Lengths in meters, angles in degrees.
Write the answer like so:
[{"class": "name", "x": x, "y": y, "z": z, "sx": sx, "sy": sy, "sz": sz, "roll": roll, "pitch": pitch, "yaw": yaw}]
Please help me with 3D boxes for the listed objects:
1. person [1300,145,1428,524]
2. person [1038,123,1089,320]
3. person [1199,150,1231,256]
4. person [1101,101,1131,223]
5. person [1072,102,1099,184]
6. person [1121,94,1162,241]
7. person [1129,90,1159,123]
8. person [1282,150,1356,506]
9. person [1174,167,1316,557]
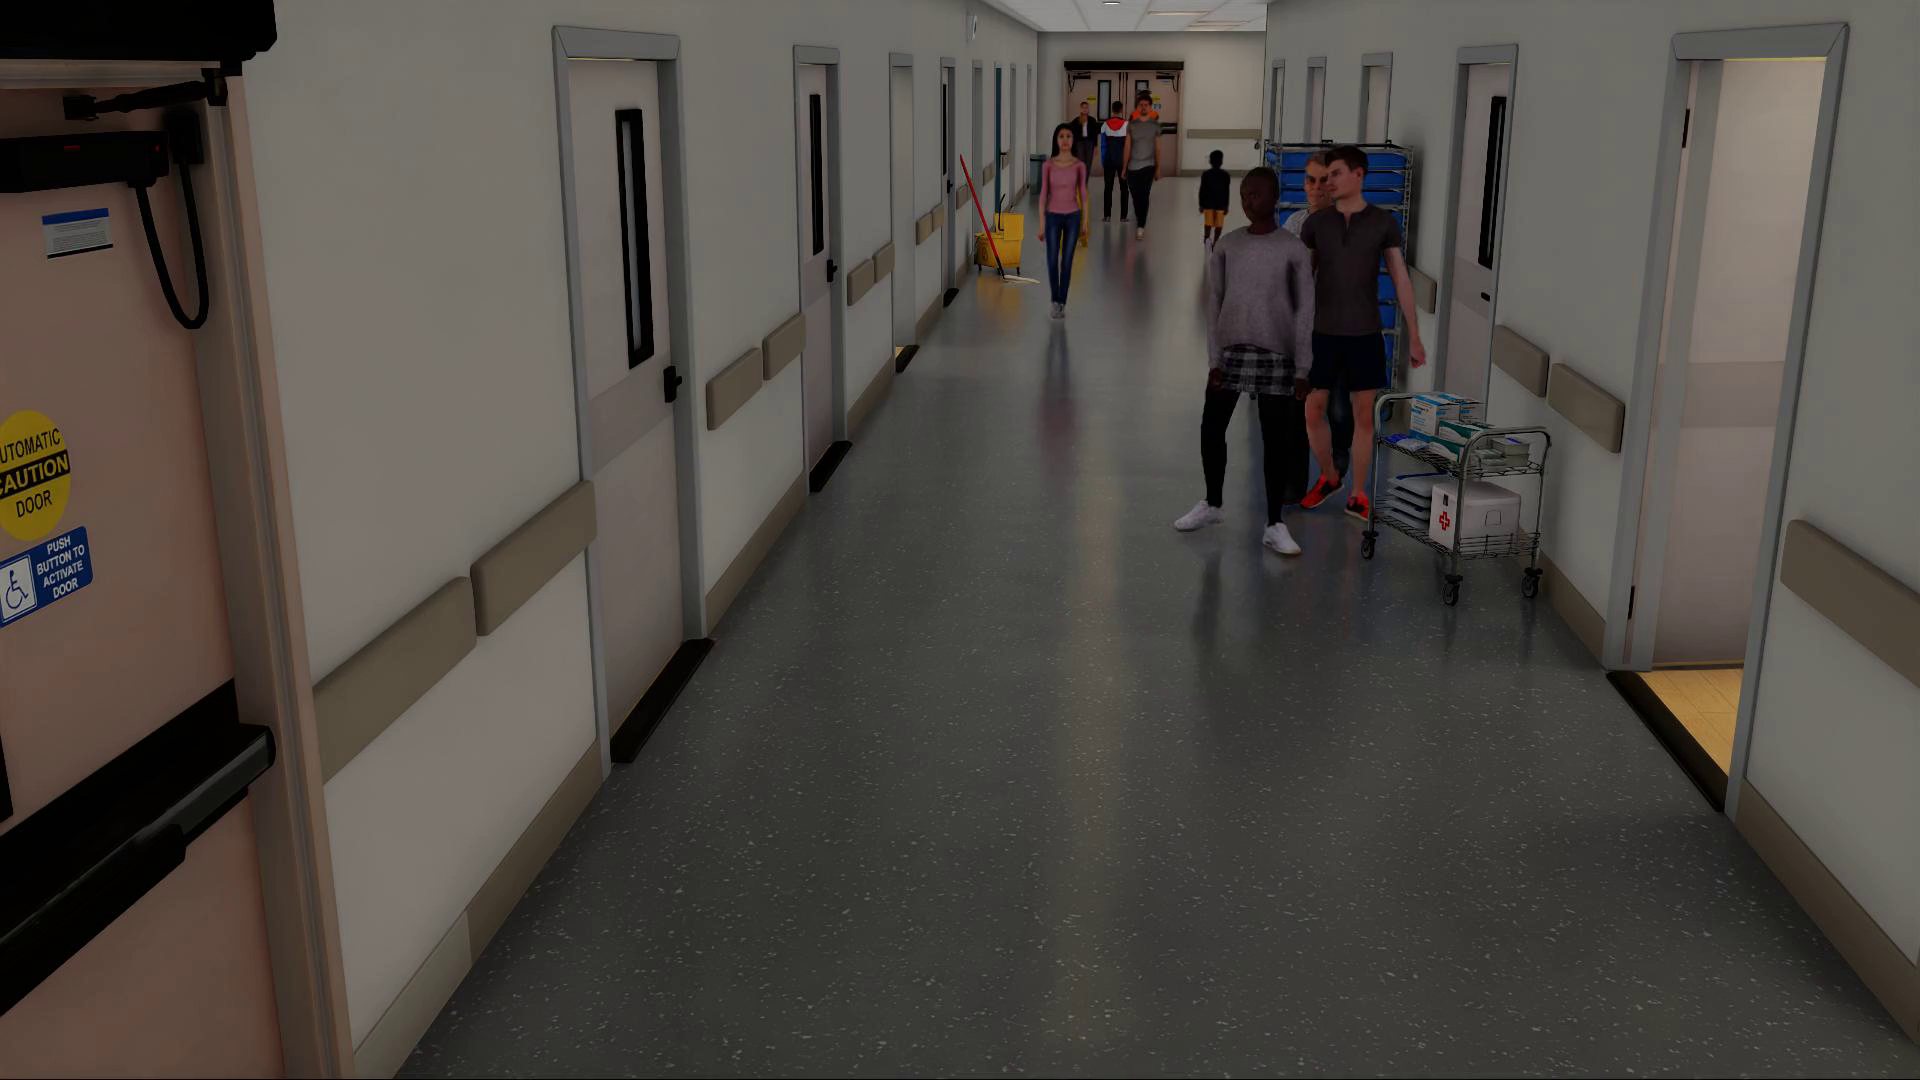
[{"class": "person", "x": 1.889, "y": -1.021, "z": 8.254, "sx": 0.875, "sy": 1.845, "sz": 0.744, "roll": 1, "pitch": 16, "yaw": 5}, {"class": "person", "x": 0.932, "y": -2.896, "z": 15.108, "sx": 0.627, "sy": 1.735, "sz": 0.683, "roll": 0, "pitch": 16, "yaw": -1}, {"class": "person", "x": 3.089, "y": -4.085, "z": 20.203, "sx": 0.571, "sy": 1.259, "sz": 0.795, "roll": 3, "pitch": 16, "yaw": 12}, {"class": "person", "x": 2.337, "y": -5.652, "z": 24.844, "sx": 0.633, "sy": 1.757, "sz": 0.536, "roll": 2, "pitch": 16, "yaw": 6}, {"class": "person", "x": 2.187, "y": -6.850, "z": 29.329, "sx": 0.725, "sy": 1.629, "sz": 1.064, "roll": -1, "pitch": 16, "yaw": -4}, {"class": "person", "x": 2.407, "y": -4.921, "z": 22.068, "sx": 0.814, "sy": 1.855, "sz": 1.271, "roll": 4, "pitch": 16, "yaw": 15}, {"class": "person", "x": 3.049, "y": -6.560, "z": 27.906, "sx": 0.684, "sy": 1.842, "sz": 1.212, "roll": 2, "pitch": 16, "yaw": 7}, {"class": "person", "x": 1.878, "y": -1.082, "z": 8.567, "sx": 0.979, "sy": 1.793, "sz": 1.198, "roll": 9, "pitch": 18, "yaw": 30}, {"class": "person", "x": 1.419, "y": -0.836, "z": 7.744, "sx": 0.924, "sy": 1.765, "sz": 0.840, "roll": 4, "pitch": 16, "yaw": 14}]
